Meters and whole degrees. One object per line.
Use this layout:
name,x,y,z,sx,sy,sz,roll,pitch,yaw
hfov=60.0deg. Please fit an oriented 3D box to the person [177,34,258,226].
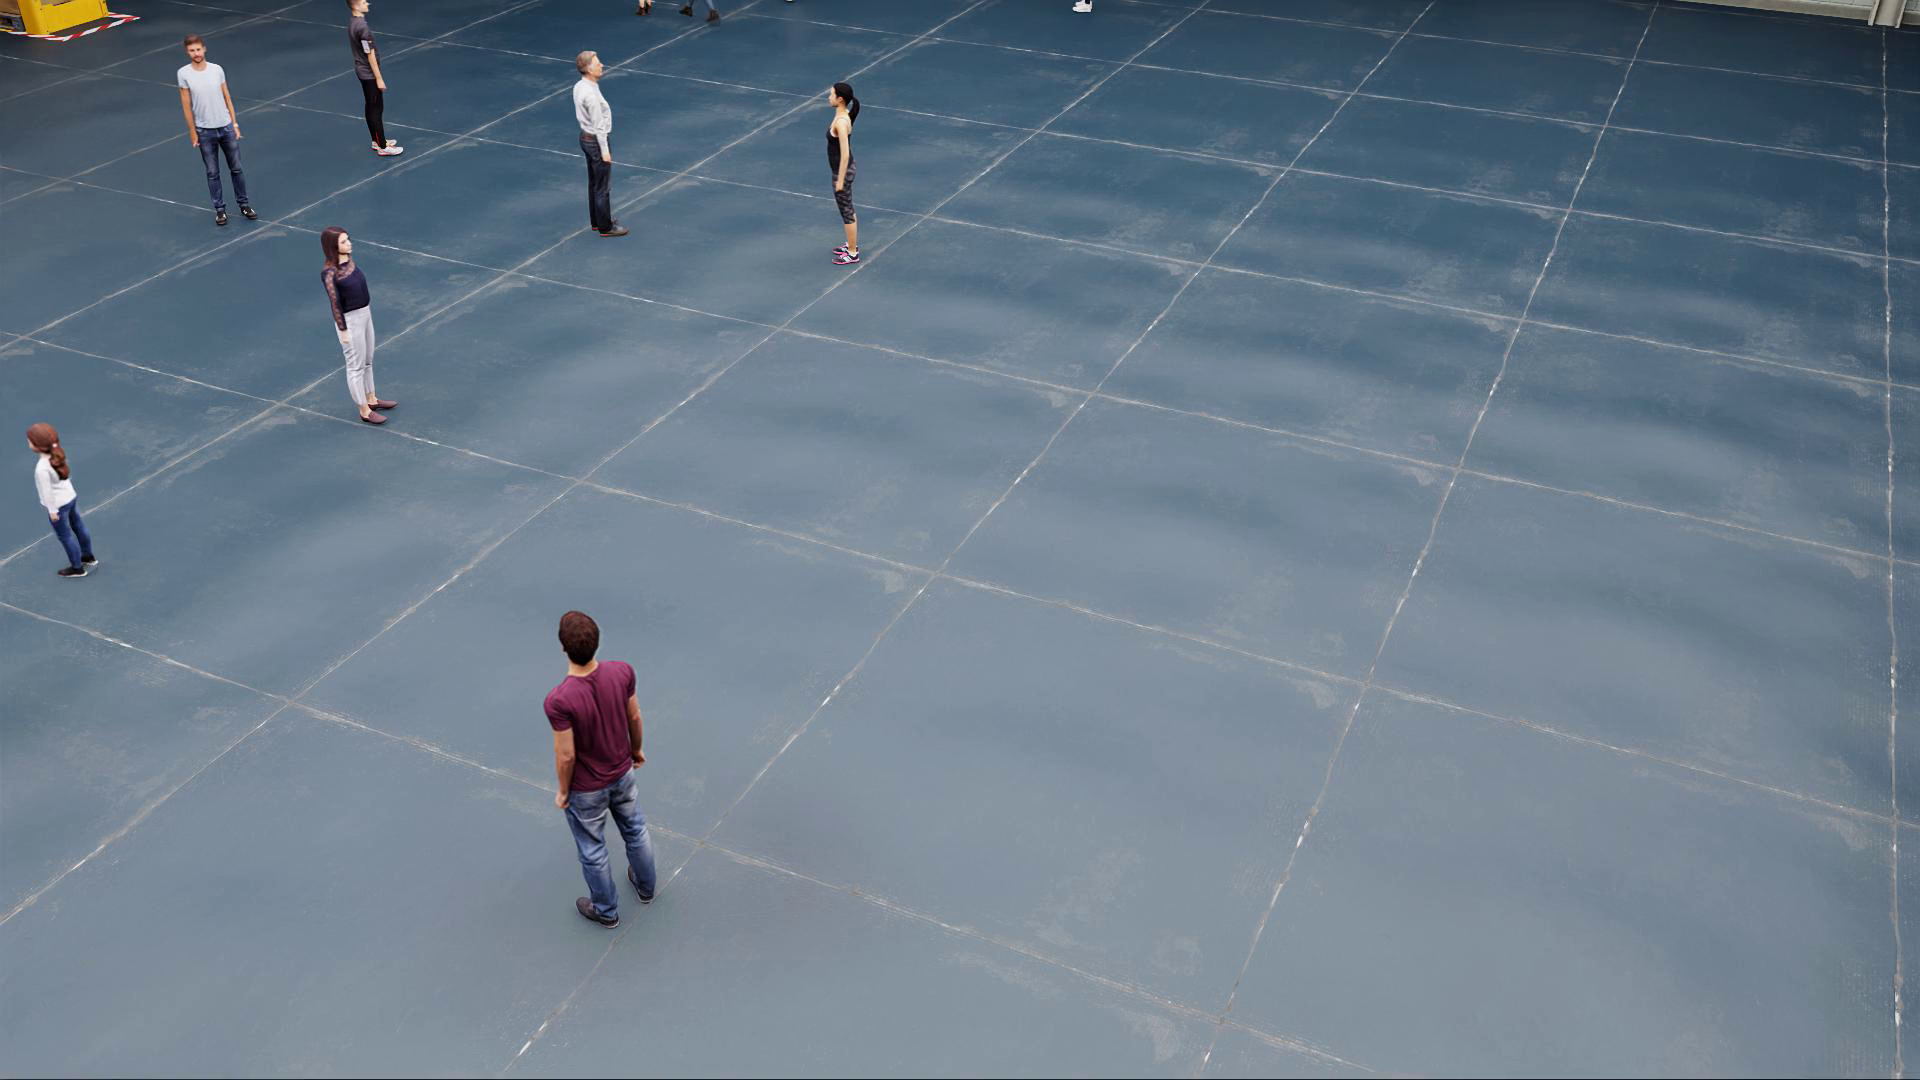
person,-7.486,-4.129,16.684,0.709,1.867,0.720,-20,37,-28

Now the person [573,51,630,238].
person,-3.586,-3.916,16.391,0.801,1.820,0.707,-16,36,-24

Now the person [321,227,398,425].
person,-4.747,-1.699,13.075,0.669,1.608,0.678,1,32,1

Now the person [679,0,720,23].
person,-3.622,-7.982,23.049,1.106,1.593,0.767,21,38,29

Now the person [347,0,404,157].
person,-6.544,-5.168,18.427,0.779,1.765,0.686,-16,36,-24

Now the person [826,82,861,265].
person,-1.097,-3.488,15.797,0.672,1.729,0.659,0,32,-1

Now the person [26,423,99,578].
person,-6.104,-0.285,11.302,0.573,1.109,0.527,-2,32,-2

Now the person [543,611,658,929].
person,-1.809,1.151,8.329,0.731,1.852,0.670,-28,42,-37

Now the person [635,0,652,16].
person,-4.521,-7.992,23.600,0.483,1.022,0.515,-28,41,-36

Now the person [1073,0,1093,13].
person,1.799,-8.393,23.560,0.575,1.742,0.607,9,33,15
